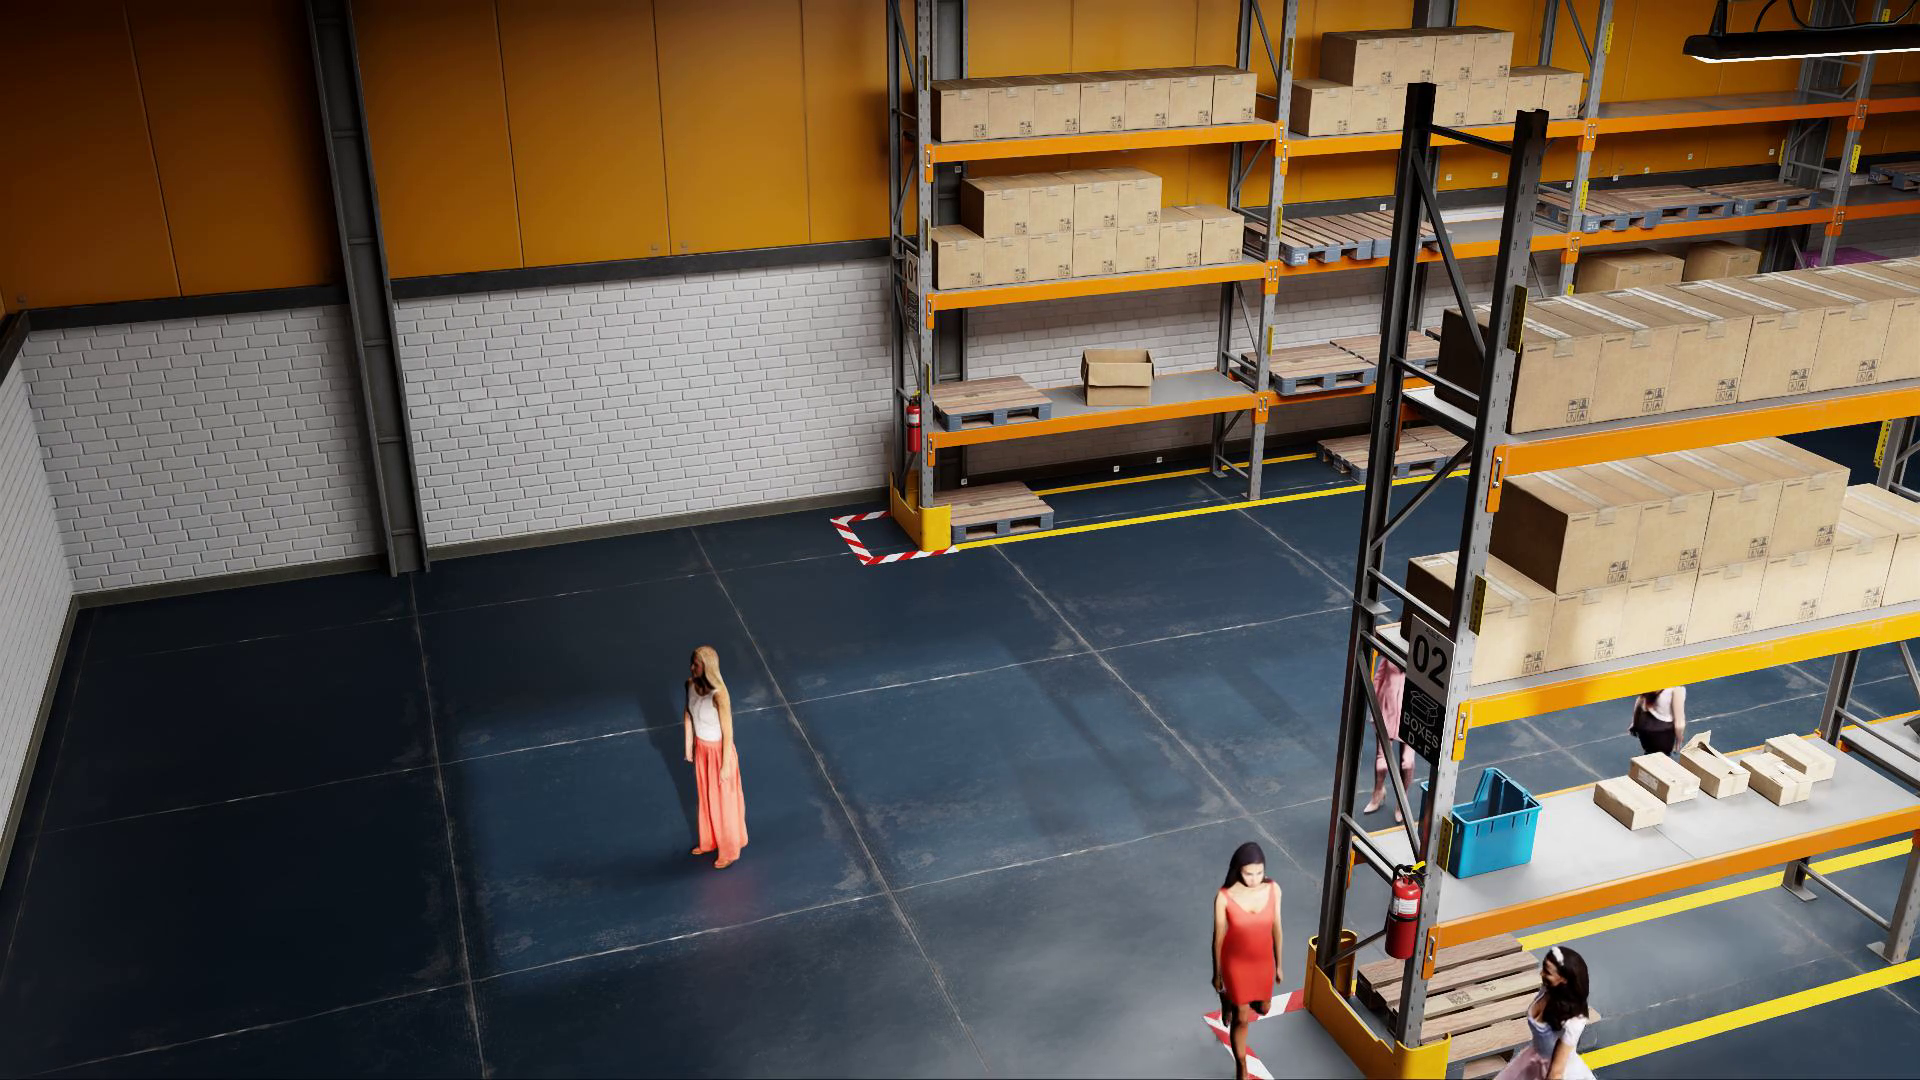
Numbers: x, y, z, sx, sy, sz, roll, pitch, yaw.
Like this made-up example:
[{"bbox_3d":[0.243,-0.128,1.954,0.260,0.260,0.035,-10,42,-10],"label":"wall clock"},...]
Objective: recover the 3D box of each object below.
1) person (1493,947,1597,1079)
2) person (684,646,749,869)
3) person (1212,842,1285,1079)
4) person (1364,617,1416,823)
[{"bbox_3d":[3.304,3.015,9.095,1.219,1.760,0.792,-3,24,-6],"label":"person"},{"bbox_3d":[-1.819,1.590,12.303,0.723,1.801,0.726,21,31,39],"label":"person"},{"bbox_3d":[1.737,2.554,10.218,0.928,1.704,0.738,-6,24,-13],"label":"person"},{"bbox_3d":[3.419,1.336,12.883,0.690,1.802,0.717,15,28,30],"label":"person"}]
